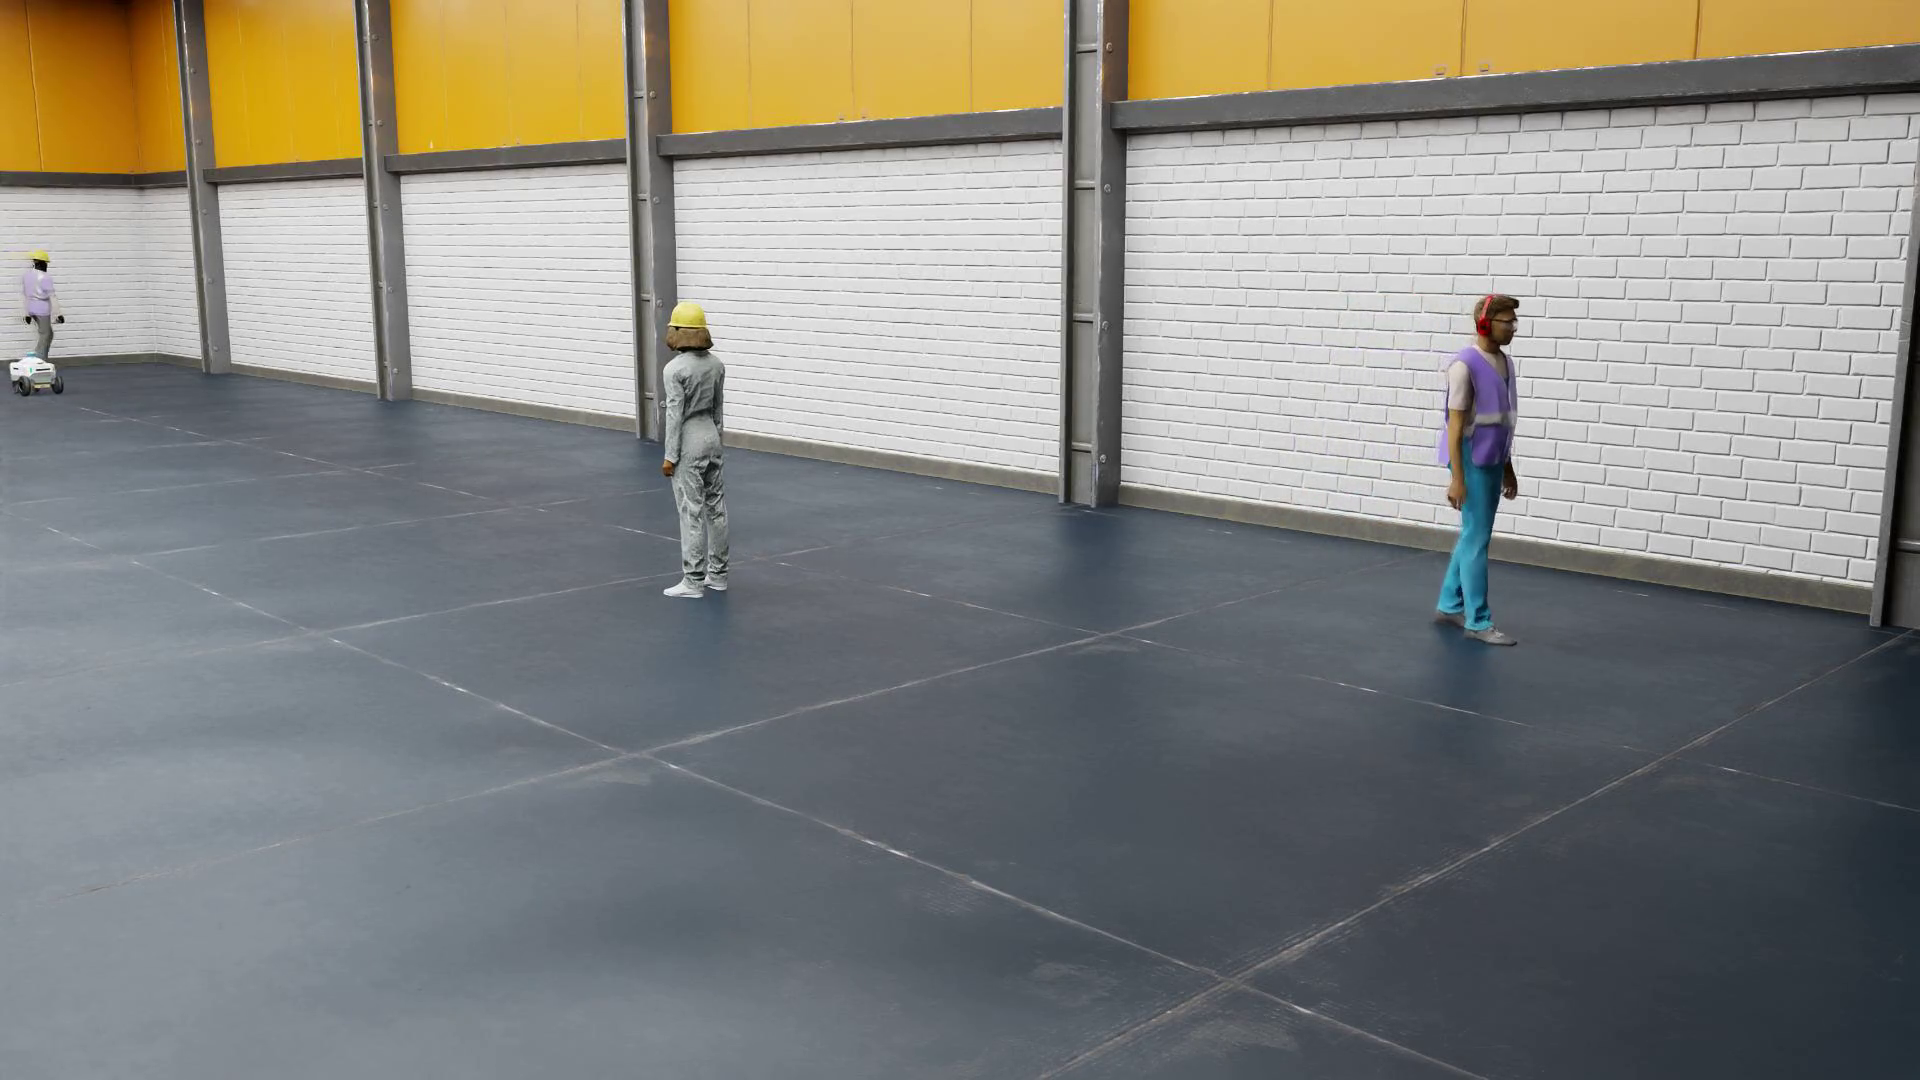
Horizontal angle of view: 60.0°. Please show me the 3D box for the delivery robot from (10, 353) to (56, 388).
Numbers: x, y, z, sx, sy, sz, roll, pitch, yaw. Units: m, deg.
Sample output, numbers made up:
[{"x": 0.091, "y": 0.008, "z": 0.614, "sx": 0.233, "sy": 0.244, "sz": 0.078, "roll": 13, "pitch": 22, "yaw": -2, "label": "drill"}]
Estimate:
[{"x": -12.475, "y": -2.279, "z": 22.369, "sx": 0.707, "sy": 0.478, "sz": 0.477, "roll": 9, "pitch": 14, "yaw": 40, "label": "delivery robot"}]

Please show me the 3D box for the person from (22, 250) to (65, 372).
[{"x": -14.258, "y": -3.552, "z": 25.885, "sx": 0.589, "sy": 1.903, "sz": 0.528, "roll": 6, "pitch": 12, "yaw": 30, "label": "person"}]

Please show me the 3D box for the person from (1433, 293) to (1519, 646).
[{"x": 2.783, "y": -0.383, "z": 8.824, "sx": 0.479, "sy": 1.850, "sz": 0.577, "roll": 9, "pitch": 14, "yaw": 41, "label": "person"}]

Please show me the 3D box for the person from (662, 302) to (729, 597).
[{"x": -1.584, "y": -0.531, "z": 9.851, "sx": 0.294, "sy": 1.744, "sz": 0.485, "roll": 6, "pitch": 12, "yaw": 30, "label": "person"}]
